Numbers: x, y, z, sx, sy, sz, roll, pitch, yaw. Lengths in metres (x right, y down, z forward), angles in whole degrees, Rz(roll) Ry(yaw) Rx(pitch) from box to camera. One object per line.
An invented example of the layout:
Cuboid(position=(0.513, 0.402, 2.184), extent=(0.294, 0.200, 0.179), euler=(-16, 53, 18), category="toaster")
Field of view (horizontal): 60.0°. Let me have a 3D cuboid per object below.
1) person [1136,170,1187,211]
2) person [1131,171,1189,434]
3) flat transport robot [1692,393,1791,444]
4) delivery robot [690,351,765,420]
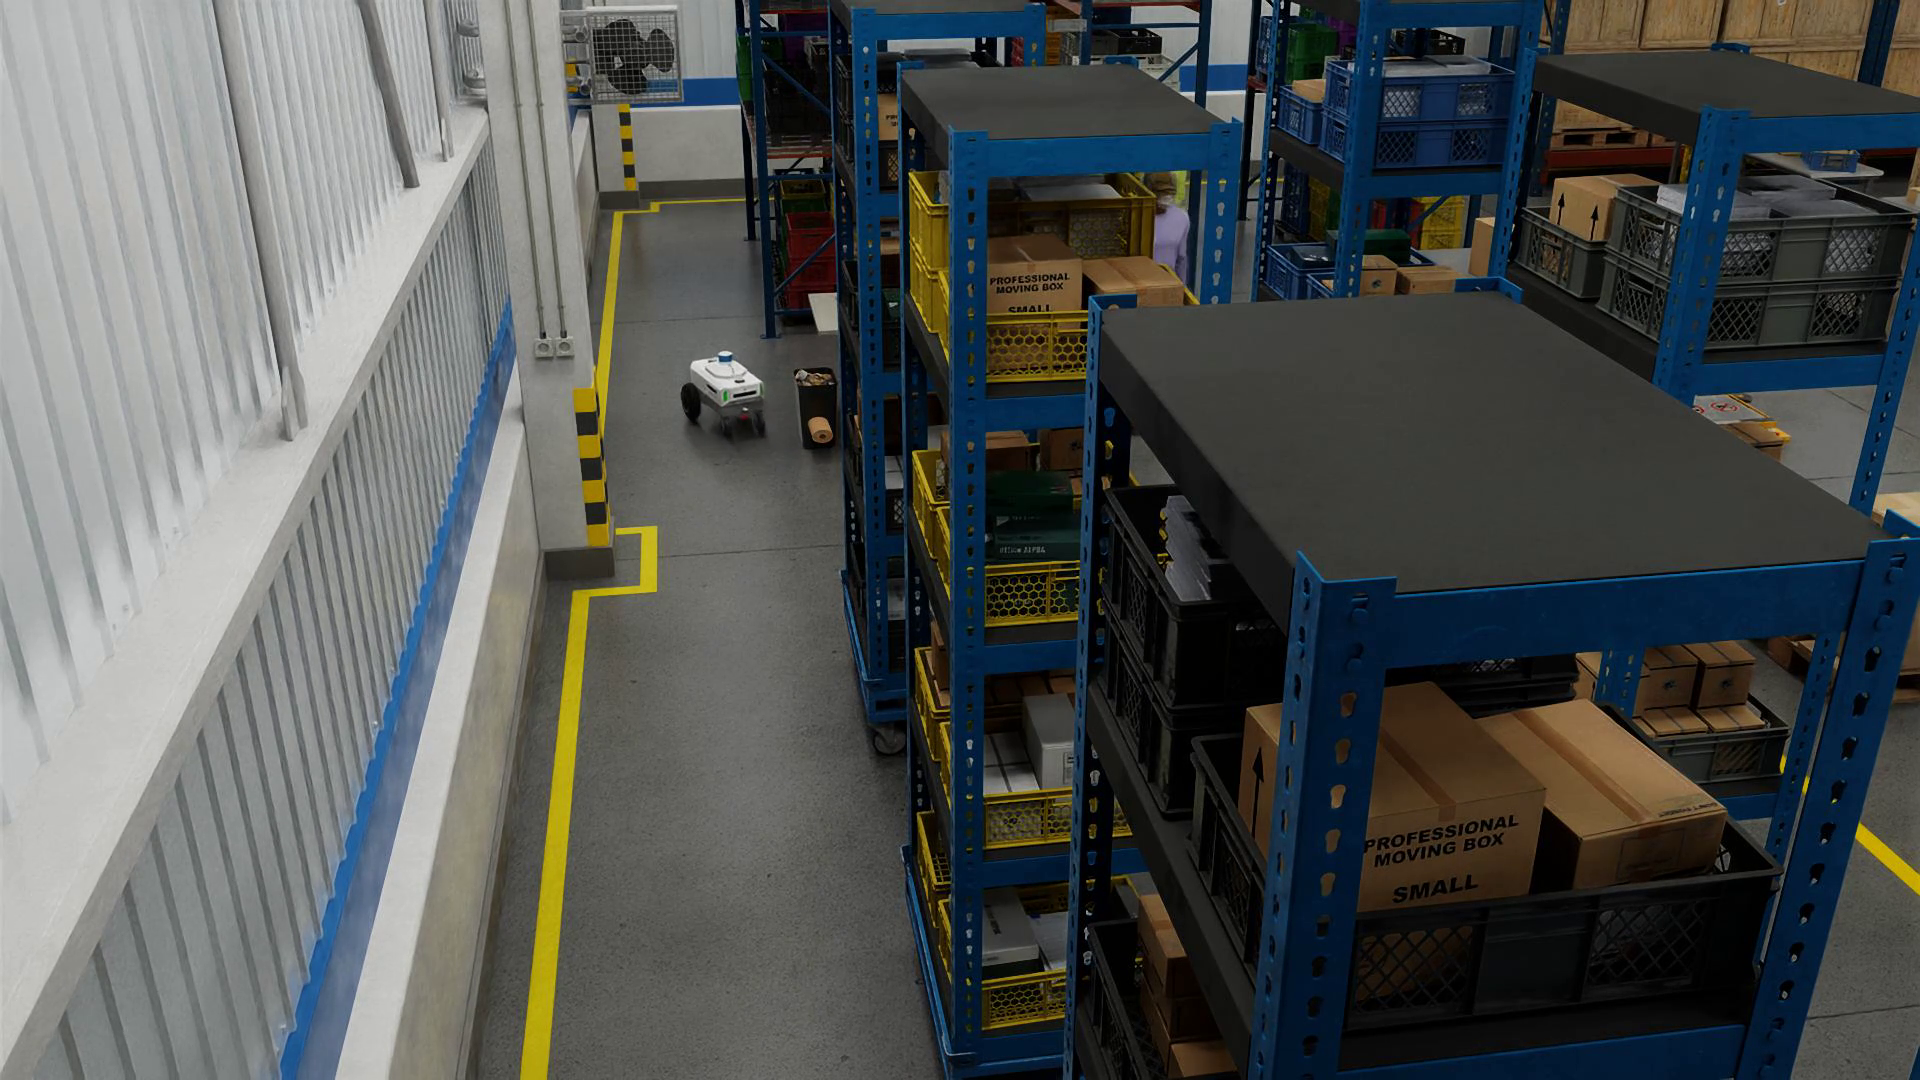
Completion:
Cuboid(position=(1.679, -2.628, 14.112), extent=(0.430, 1.845, 0.624), euler=(11, 27, 22), category="person")
Cuboid(position=(1.375, -1.742, 12.074), extent=(0.635, 1.938, 0.366), euler=(-13, 28, -27), category="person")
Cuboid(position=(5.224, -0.859, 12.132), extent=(1.431, 0.197, 0.652), euler=(-4, 25, -8), category="flat transport robot")
Cuboid(position=(-1.728, -1.155, 12.331), extent=(0.477, 0.478, 0.707), euler=(-13, 28, -27), category="delivery robot")
